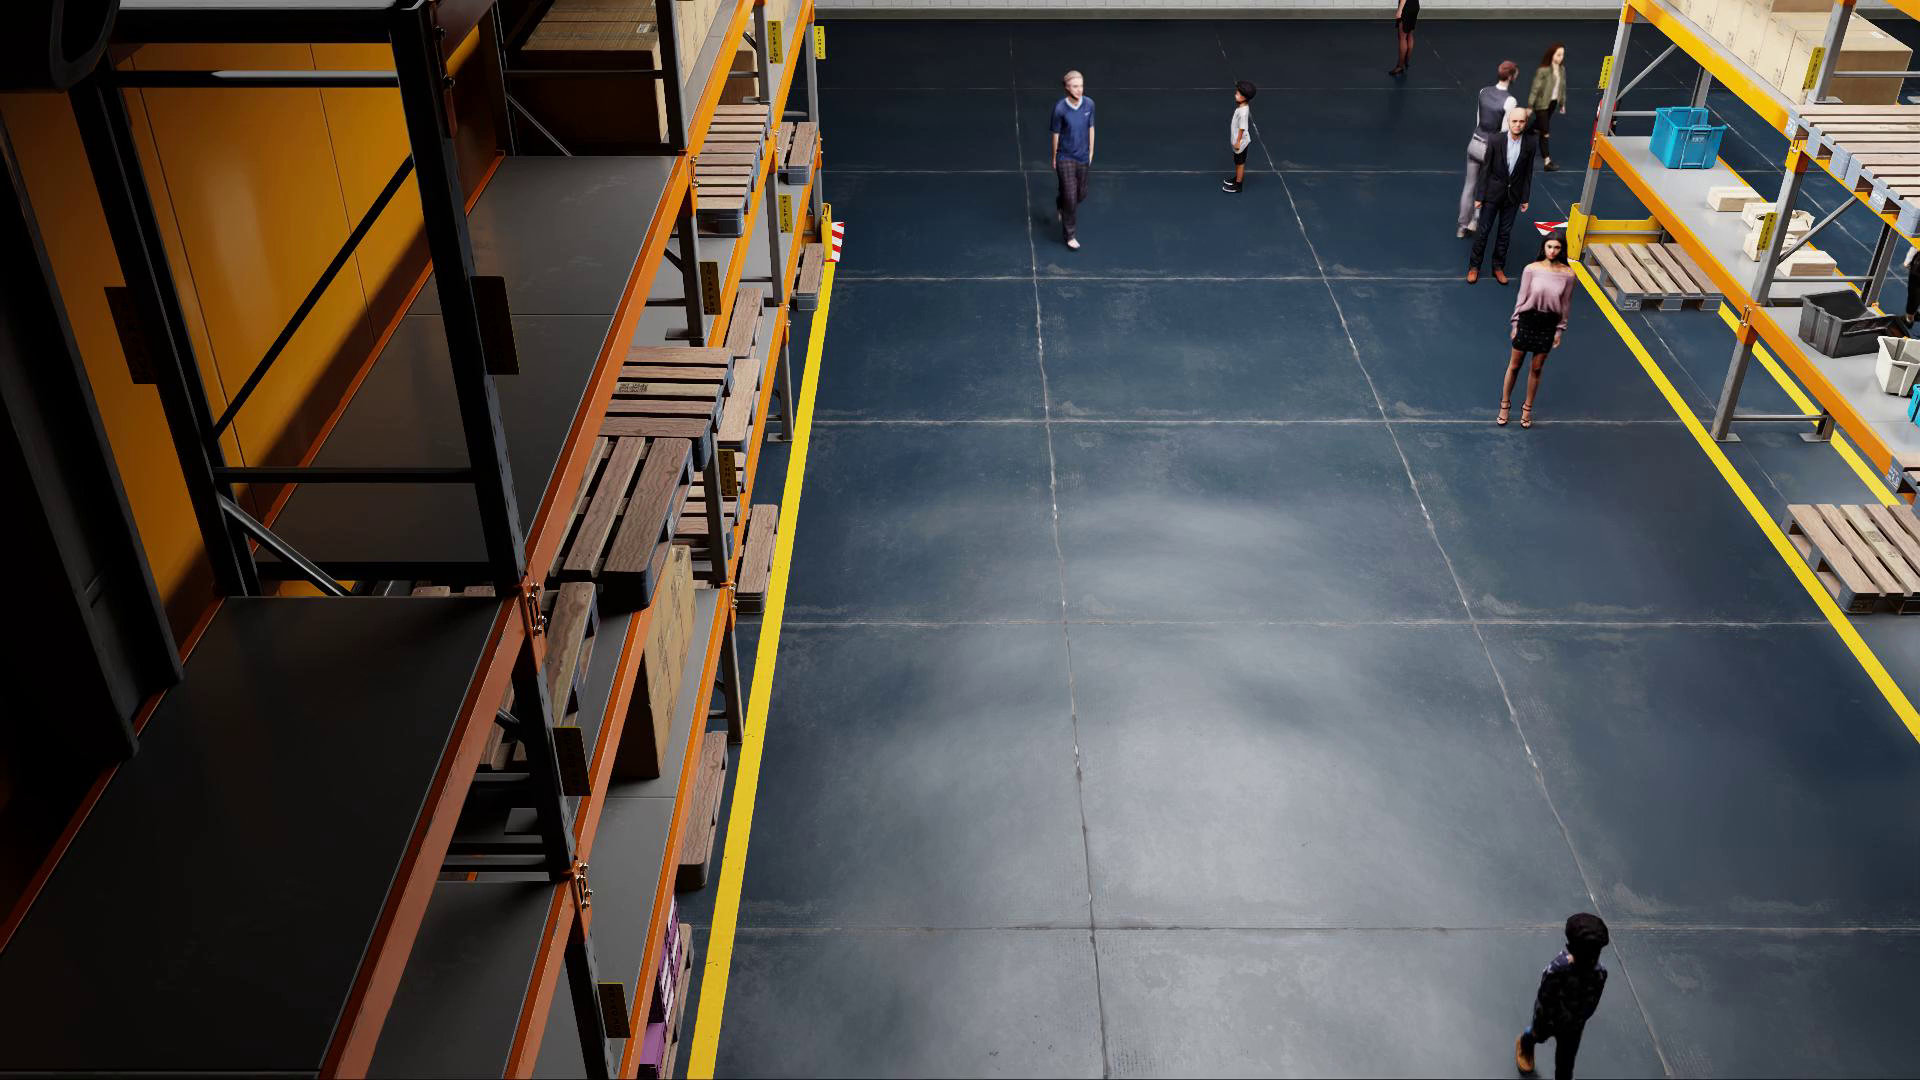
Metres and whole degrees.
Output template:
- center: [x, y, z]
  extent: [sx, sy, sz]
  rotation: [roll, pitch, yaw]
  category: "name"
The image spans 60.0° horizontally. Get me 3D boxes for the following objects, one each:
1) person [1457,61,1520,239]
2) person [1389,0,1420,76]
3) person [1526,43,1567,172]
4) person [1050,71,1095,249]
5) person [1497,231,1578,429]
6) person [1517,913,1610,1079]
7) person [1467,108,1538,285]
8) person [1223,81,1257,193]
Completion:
- center: [5.507, -4.088, 17.550]
  extent: [0.894, 1.920, 0.808]
  rotation: [-25, 41, -32]
  category: "person"
- center: [6.007, -7.111, 22.292]
  extent: [0.713, 1.706, 0.629]
  rotation: [24, 41, 32]
  category: "person"
- center: [6.804, -5.089, 19.492]
  extent: [0.901, 1.438, 1.071]
  rotation: [-17, 37, -24]
  category: "person"
- center: [1.133, -4.042, 17.546]
  extent: [0.895, 1.847, 1.082]
  rotation: [-13, 36, -19]
  category: "person"
- center: [4.915, -1.792, 14.194]
  extent: [0.666, 1.811, 0.621]
  rotation: [9, 35, 14]
  category: "person"
- center: [3.041, 2.365, 8.469]
  extent: [0.528, 1.226, 0.858]
  rotation: [2, 34, 3]
  category: "person"
- center: [5.460, -3.476, 16.738]
  extent: [0.703, 1.800, 0.605]
  rotation: [3, 34, 5]
  category: "person"
- center: [3.193, -4.592, 18.905]
  extent: [0.591, 1.260, 0.478]
  rotation: [7, 34, 10]
  category: "person"
